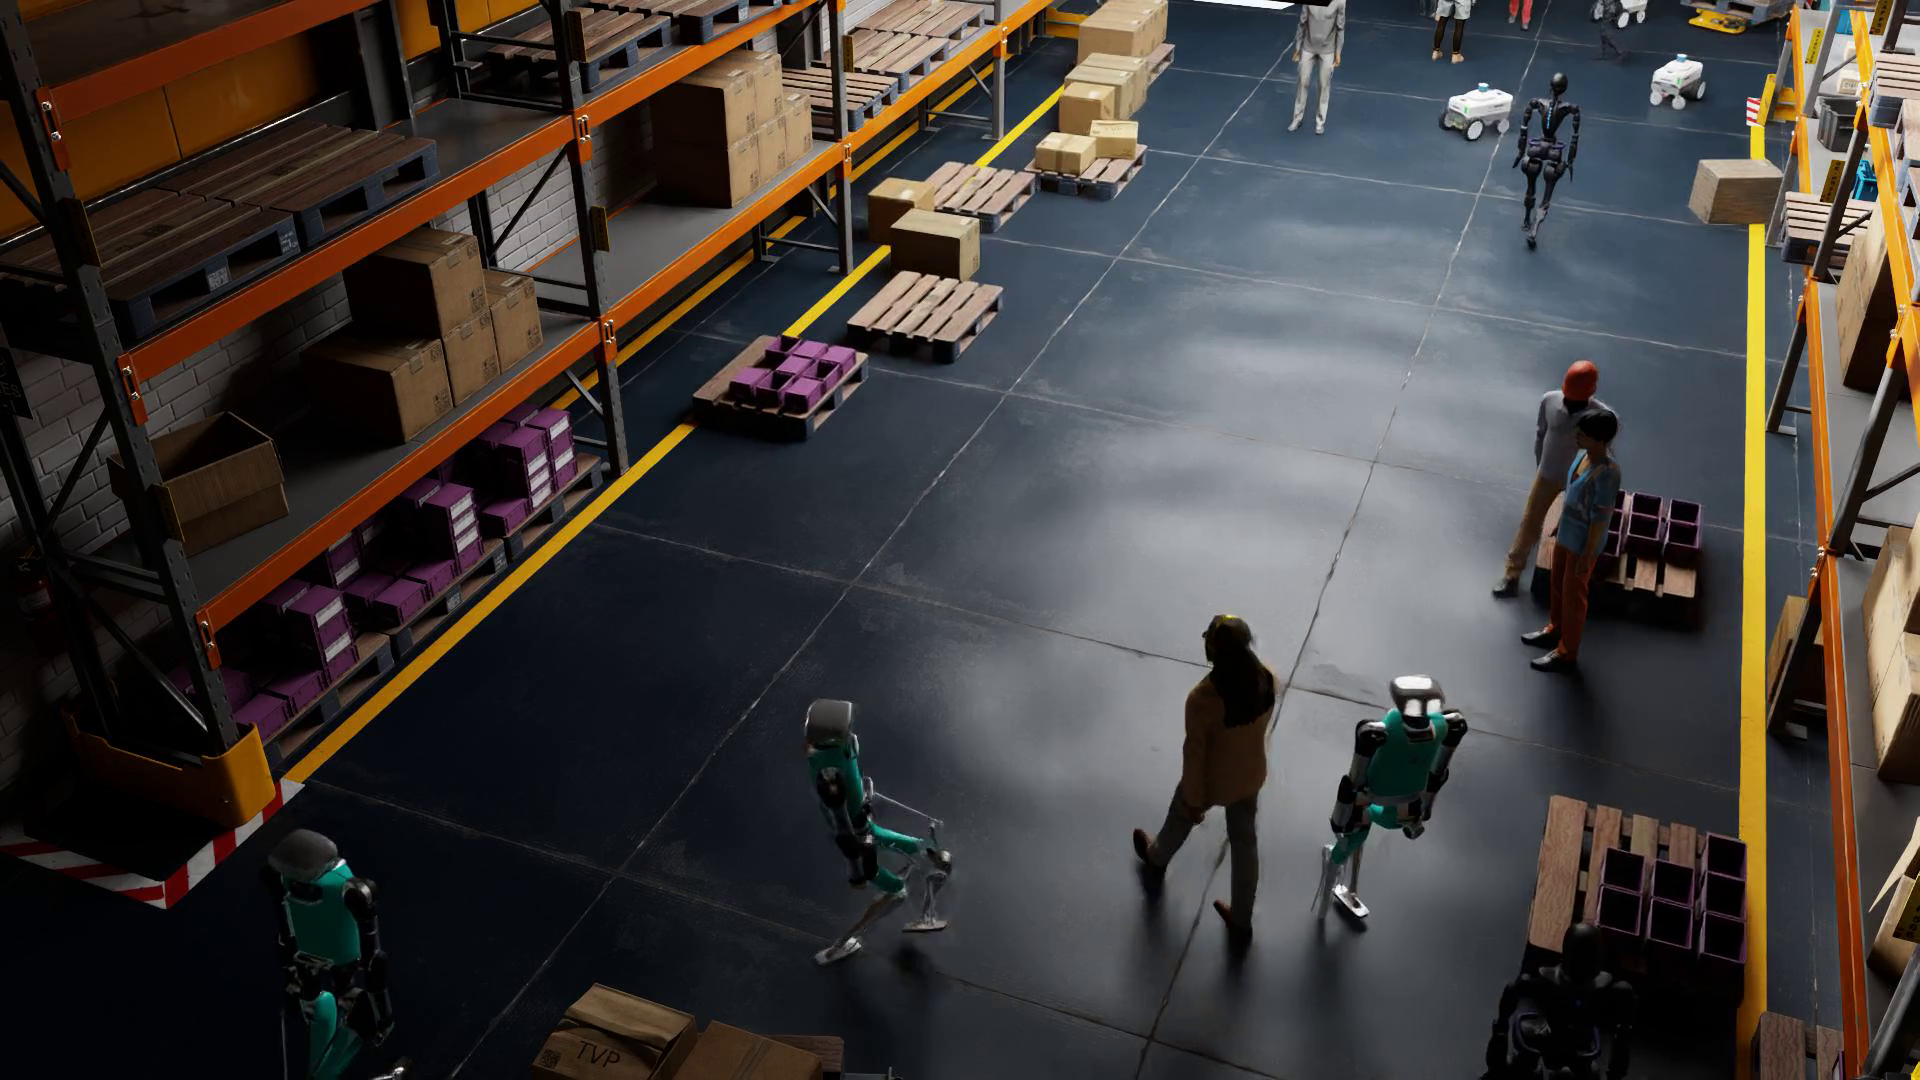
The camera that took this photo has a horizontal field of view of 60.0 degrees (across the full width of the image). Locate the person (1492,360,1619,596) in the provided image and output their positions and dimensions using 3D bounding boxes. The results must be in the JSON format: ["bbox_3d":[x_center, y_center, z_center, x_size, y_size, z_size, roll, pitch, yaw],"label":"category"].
[{"bbox_3d":[4.006,-0.442,10.964,0.564,1.699,0.851,27,42,35],"label":"person"}]

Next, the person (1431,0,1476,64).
[{"bbox_3d":[6.245,-6.851,20.886,0.535,1.691,0.319,23,39,31],"label":"person"}]

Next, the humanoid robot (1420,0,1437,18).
[{"bbox_3d":[6.435,-7.911,22.471,0.669,1.787,0.540,-23,40,-32],"label":"humanoid robot"}]

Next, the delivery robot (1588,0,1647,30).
[{"bbox_3d":[9.000,-7.289,22.595,0.756,0.580,0.499,-20,38,-27],"label":"delivery robot"}]

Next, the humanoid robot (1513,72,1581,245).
[{"bbox_3d":[5.637,-3.684,16.037,0.584,1.636,0.738,16,36,24],"label":"humanoid robot"}]

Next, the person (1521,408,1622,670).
[{"bbox_3d":[3.790,-0.012,10.241,0.339,1.758,0.502,-1,33,-1],"label":"person"}]

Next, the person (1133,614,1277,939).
[{"bbox_3d":[1.272,1.111,8.433,0.558,1.835,0.943,-14,35,-21],"label":"person"}]

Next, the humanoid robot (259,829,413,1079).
[{"bbox_3d":[-2.741,2.089,7.028,0.533,1.749,1.013,11,34,16],"label":"humanoid robot"}]

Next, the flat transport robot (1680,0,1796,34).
[{"bbox_3d":[10.636,-7.182,22.707,1.431,0.231,0.659,-25,40,-33],"label":"flat transport robot"}]

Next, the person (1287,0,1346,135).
[{"bbox_3d":[4.014,-5.509,18.617,0.545,1.896,0.368,12,35,18],"label":"person"}]

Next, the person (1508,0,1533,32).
[{"bbox_3d":[7.572,-7.706,22.169,0.535,1.730,0.774,10,34,15],"label":"person"}]

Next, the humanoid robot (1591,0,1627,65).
[{"bbox_3d":[8.222,-6.826,20.872,0.474,1.624,0.616,3,33,5],"label":"humanoid robot"}]

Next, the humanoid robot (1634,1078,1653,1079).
[{"bbox_3d":[2.462,2.656,6.224,0.601,1.643,0.650,-13,35,-19],"label":"humanoid robot"}]

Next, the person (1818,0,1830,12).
[{"bbox_3d":[10.912,-6.806,20.654,0.519,1.865,0.393,14,36,21],"label":"person"}]

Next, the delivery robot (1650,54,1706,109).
[{"bbox_3d":[8.557,-5.483,19.830,0.508,0.611,0.783,27,41,35],"label":"delivery robot"}]

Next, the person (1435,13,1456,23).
[{"bbox_3d":[6.732,-7.885,22.405,0.460,1.777,0.311,-7,34,-11],"label":"person"}]

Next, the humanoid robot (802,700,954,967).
[{"bbox_3d":[-0.264,1.464,7.993,0.954,1.753,0.606,-1,33,-1],"label":"humanoid robot"}]

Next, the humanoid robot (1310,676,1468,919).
[{"bbox_3d":[2.033,1.318,8.331,0.537,1.893,0.819,-6,33,-10],"label":"humanoid robot"}]

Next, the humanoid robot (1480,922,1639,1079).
[{"bbox_3d":[2.467,2.214,6.870,0.598,1.651,0.401,4,33,6],"label":"humanoid robot"}]

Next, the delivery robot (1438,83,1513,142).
[{"bbox_3d":[5.870,-4.866,18.862,0.784,0.599,0.499,-14,35,-21],"label":"delivery robot"}]
